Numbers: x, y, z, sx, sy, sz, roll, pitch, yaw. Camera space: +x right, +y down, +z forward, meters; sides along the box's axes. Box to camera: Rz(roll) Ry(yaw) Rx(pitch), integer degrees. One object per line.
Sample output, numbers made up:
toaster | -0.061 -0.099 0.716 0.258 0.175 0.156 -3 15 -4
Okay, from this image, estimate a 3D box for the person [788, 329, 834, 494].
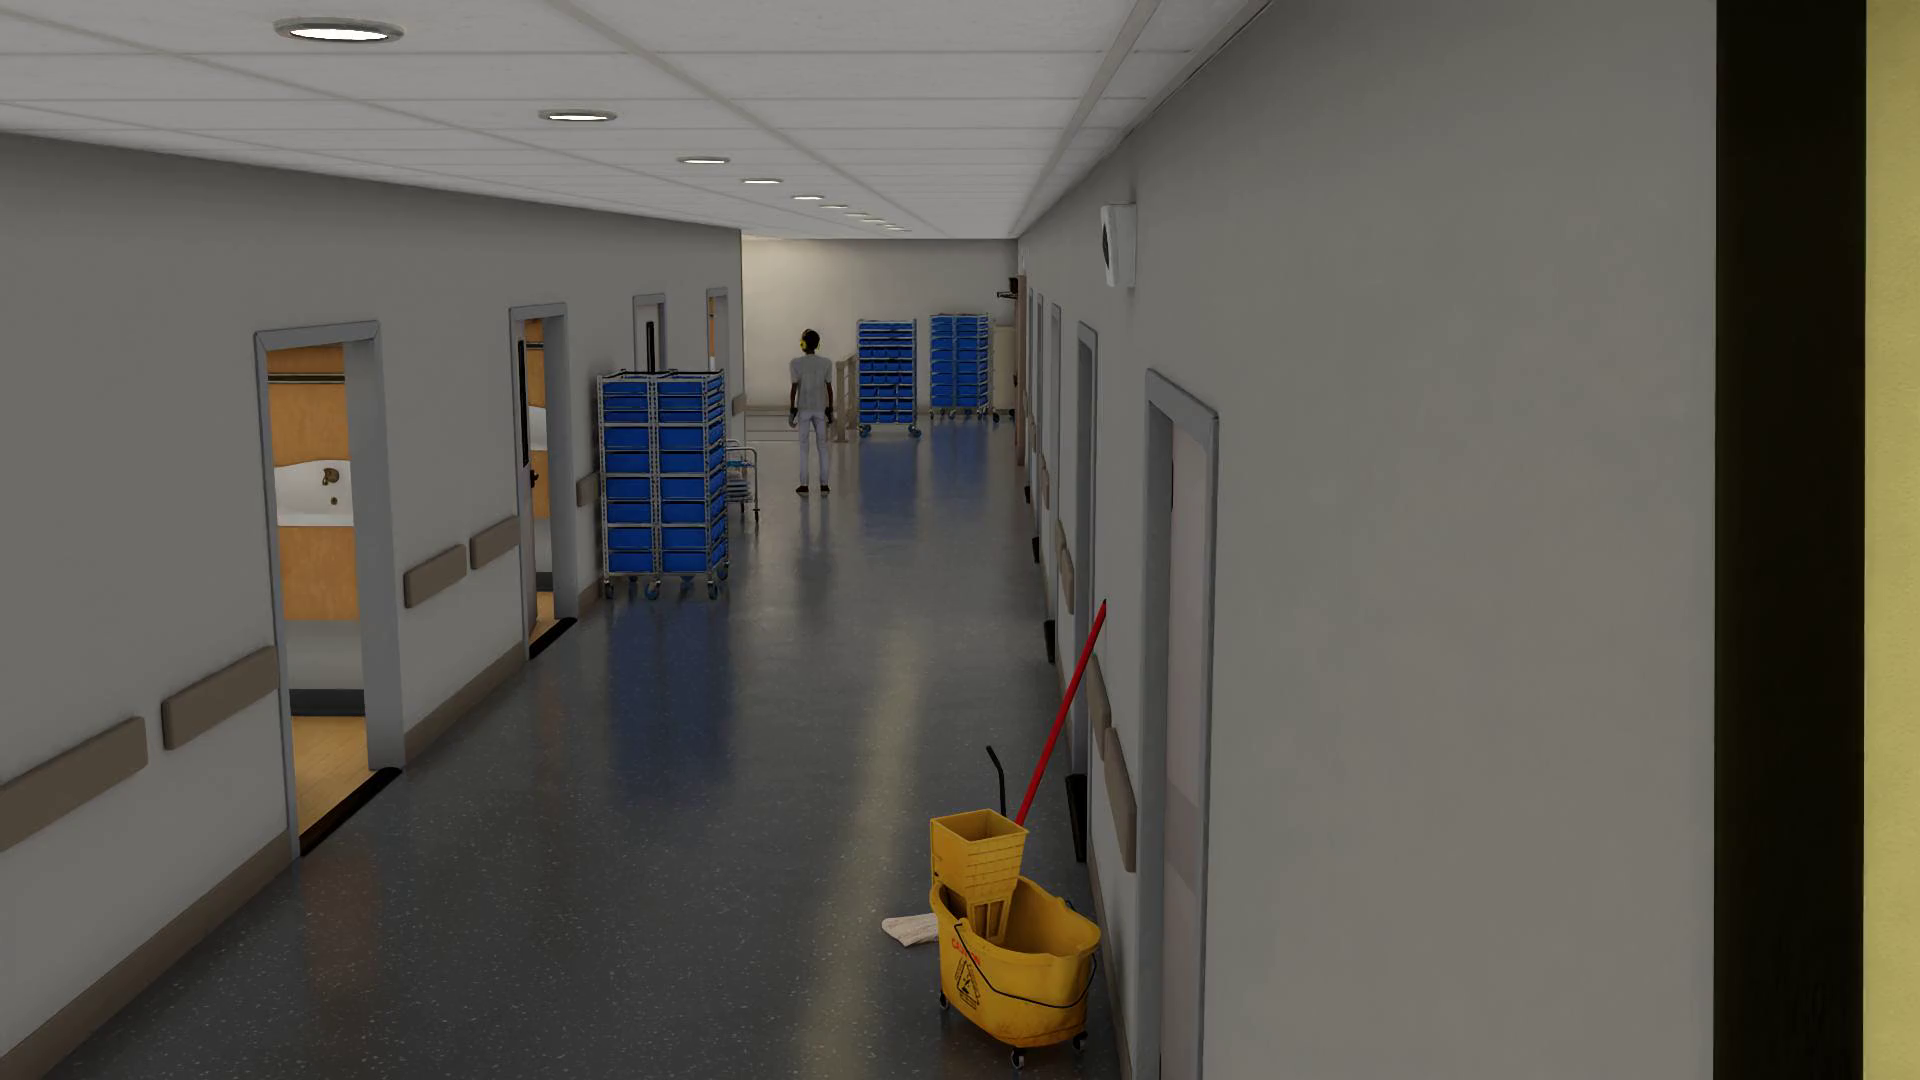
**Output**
person | -1.692 -1.455 18.888 0.533 1.872 0.315 -3 10 -17
